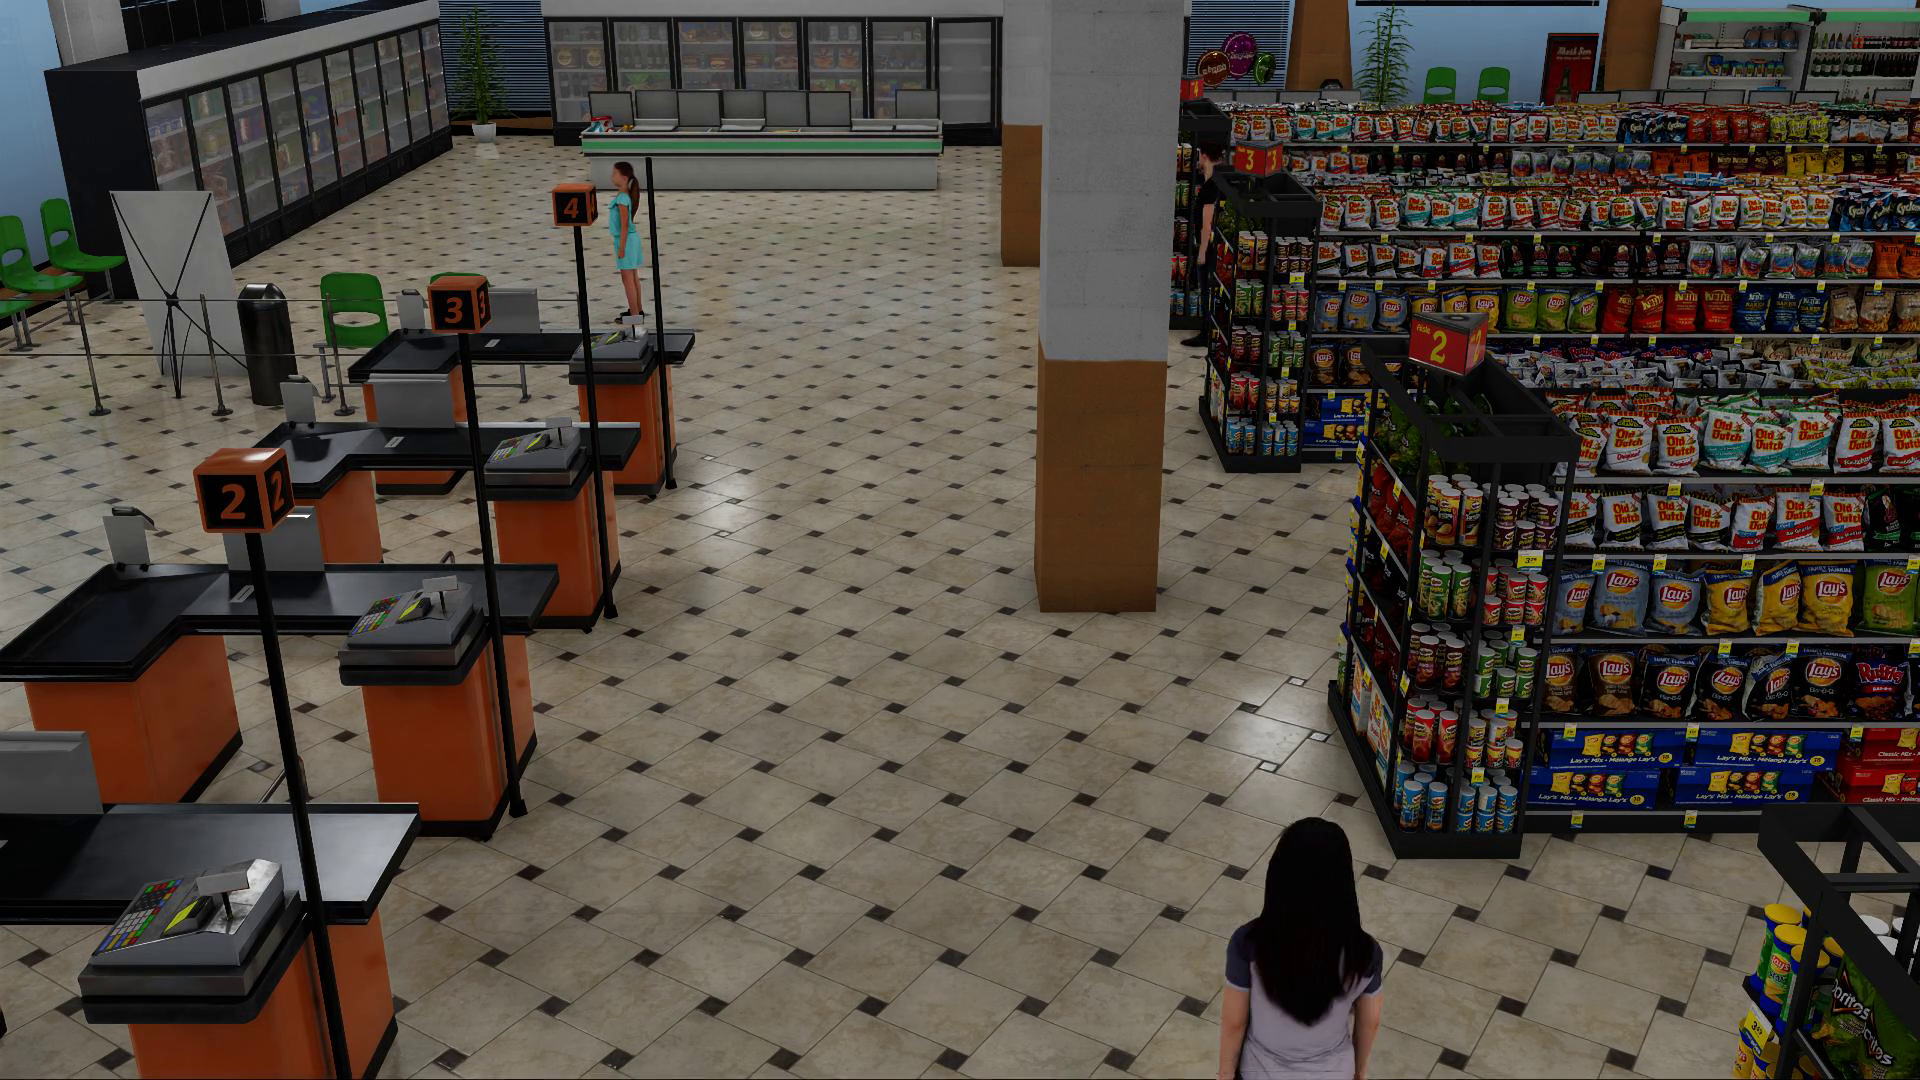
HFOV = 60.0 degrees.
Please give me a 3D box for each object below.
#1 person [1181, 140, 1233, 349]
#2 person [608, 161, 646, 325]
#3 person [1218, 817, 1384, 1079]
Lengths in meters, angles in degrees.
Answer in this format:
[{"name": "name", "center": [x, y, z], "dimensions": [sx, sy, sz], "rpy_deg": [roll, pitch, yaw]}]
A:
[{"name": "person", "center": [2.378, -2.688, 15.212], "dimensions": [0.857, 1.877, 0.831], "rpy_deg": [6, 23, 15]}, {"name": "person", "center": [-3.237, -2.889, 16.140], "dimensions": [0.544, 1.558, 0.554], "rpy_deg": [1, 22, 3]}, {"name": "person", "center": [0.954, 1.607, 4.769], "dimensions": [0.633, 1.693, 0.701], "rpy_deg": [2, 22, 5]}]
